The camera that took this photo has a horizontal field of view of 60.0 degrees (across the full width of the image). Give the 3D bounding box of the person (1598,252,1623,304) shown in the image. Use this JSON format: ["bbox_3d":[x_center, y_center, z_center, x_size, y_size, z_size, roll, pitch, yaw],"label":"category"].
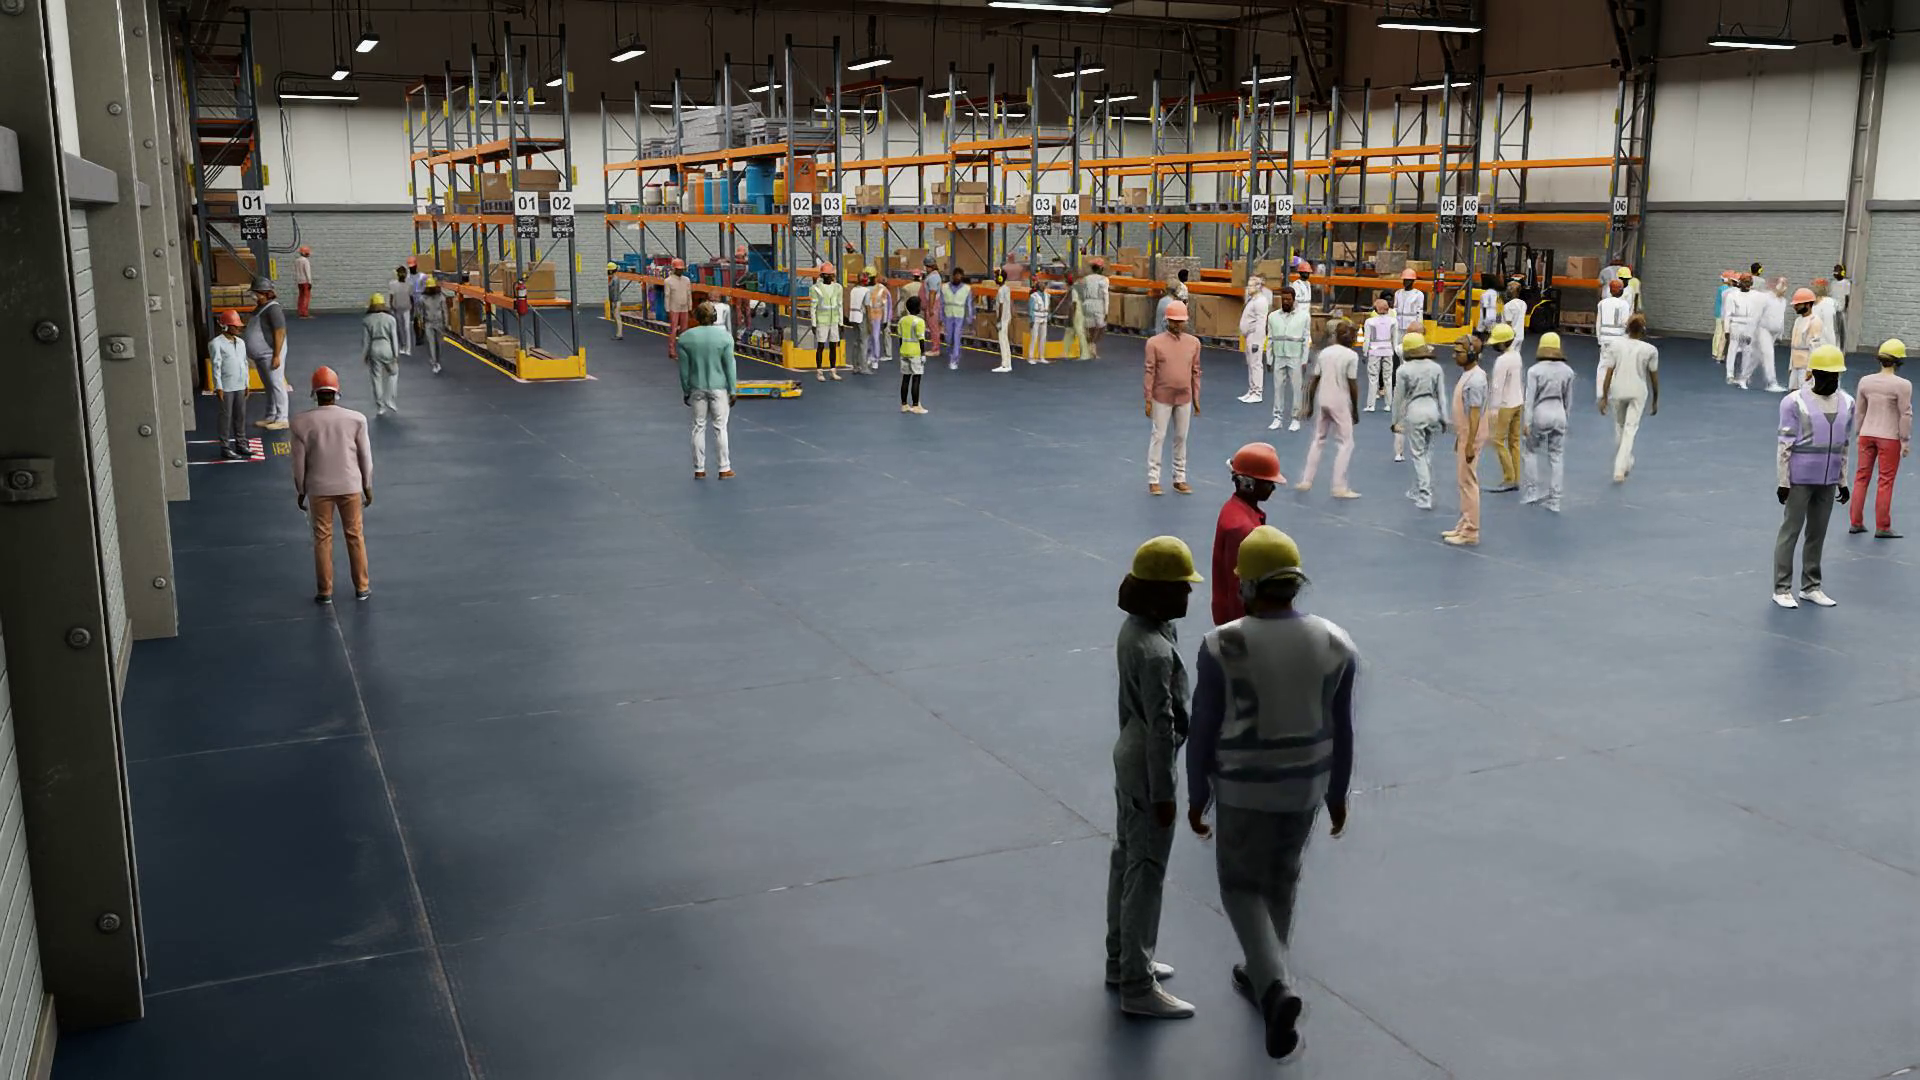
[{"bbox_3d":[14.439,-5.347,36.707,0.685,2.000,0.535,5,12,23],"label":"person"}]

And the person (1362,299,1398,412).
[{"bbox_3d":[6.084,-2.663,24.091,0.511,1.640,0.308,-1,11,-6],"label":"person"}]

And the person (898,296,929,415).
[{"bbox_3d":[-0.673,-2.648,23.867,0.317,1.695,0.540,-9,15,-40],"label":"person"}]

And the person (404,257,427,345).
[{"bbox_3d":[-11.844,-5.169,36.114,0.565,1.910,0.746,-1,11,-7],"label":"person"}]

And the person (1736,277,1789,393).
[{"bbox_3d":[13.070,-3.340,27.024,0.705,1.852,0.947,-7,13,-32],"label":"person"}]

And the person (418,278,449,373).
[{"bbox_3d":[-9.585,-3.915,30.272,0.488,1.711,0.855,-5,12,-24],"label":"person"}]

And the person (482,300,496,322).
[{"bbox_3d":[-12.511,-6.675,43.987,0.561,1.836,0.389,4,12,17],"label":"person"}]

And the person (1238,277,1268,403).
[{"bbox_3d":[4.460,-3.044,25.357,0.403,1.904,0.664,0,11,1],"label":"person"}]

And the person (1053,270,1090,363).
[{"bbox_3d":[2.135,-4.280,31.913,0.833,1.790,0.628,0,11,0],"label":"person"}]

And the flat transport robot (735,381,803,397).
[{"bbox_3d":[-3.204,-2.387,26.173,1.431,0.197,0.652,0,11,-2],"label":"flat transport robot"}]

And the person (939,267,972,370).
[{"bbox_3d":[-0.092,-4.088,30.678,0.623,1.889,0.463,2,11,10],"label":"person"}]

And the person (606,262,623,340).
[{"bbox_3d":[-7.867,-5.424,37.822,0.336,1.757,0.517,-4,12,-20],"label":"person"}]

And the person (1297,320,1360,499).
[{"bbox_3d":[3.764,-1.327,16.937,0.379,1.821,0.691,-7,13,-30],"label":"person"}]

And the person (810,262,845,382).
[{"bbox_3d":[-2.259,-3.731,28.487,0.615,2.043,0.373,-6,13,-29],"label":"person"}]

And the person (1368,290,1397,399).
[{"bbox_3d":[6.571,-3.032,25.816,0.539,1.695,0.318,-7,13,-33],"label":"person"}]

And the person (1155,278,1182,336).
[{"bbox_3d":[3.050,-2.863,24.387,0.377,1.929,0.628,-2,11,-8],"label":"person"}]

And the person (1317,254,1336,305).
[{"bbox_3d":[9.844,-6.801,44.660,0.626,1.816,0.430,-6,13,-28],"label":"person"}]

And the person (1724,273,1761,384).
[{"bbox_3d":[13.191,-3.560,28.060,0.579,1.878,0.349,1,11,5],"label":"person"}]

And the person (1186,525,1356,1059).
[{"bbox_3d":[1.102,0.866,5.761,0.604,1.806,0.776,-3,11,-14],"label":"person"}]

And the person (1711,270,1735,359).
[{"bbox_3d":[15.129,-4.456,32.921,0.339,1.746,0.563,3,12,16],"label":"person"}]

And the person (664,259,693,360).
[{"bbox_3d":[-5.531,-4.538,32.756,0.621,1.986,0.407,-11,15,-44],"label":"person"}]

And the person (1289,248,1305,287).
[{"bbox_3d":[9.862,-7.643,48.886,0.634,1.839,0.429,8,14,35],"label":"person"}]

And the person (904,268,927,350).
[{"bbox_3d":[-0.904,-4.805,34.746,0.569,1.722,0.770,2,11,12],"label":"person"}]

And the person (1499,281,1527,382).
[{"bbox_3d":[8.426,-3.030,25.428,0.514,1.845,0.339,-10,15,-41],"label":"person"}]

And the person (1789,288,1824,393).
[{"bbox_3d":[10.709,-2.233,21.188,0.386,1.924,0.548,0,11,-1],"label":"person"}]

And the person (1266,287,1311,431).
[{"bbox_3d":[4.365,-2.412,22.142,0.584,1.911,0.391,6,12,26],"label":"person"}]

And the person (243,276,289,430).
[{"bbox_3d":[-9.278,-2.497,22.219,0.536,2.000,0.681,-9,14,-38],"label":"person"}]

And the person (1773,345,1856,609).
[{"bbox_3d":[6.248,-0.460,12.160,0.588,1.927,0.370,-2,11,-12],"label":"person"}]

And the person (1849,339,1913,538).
[{"bbox_3d":[8.220,-0.900,14.811,0.318,1.767,0.529,-5,12,-25],"label":"person"}]

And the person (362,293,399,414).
[{"bbox_3d":[-8.341,-2.688,23.981,0.509,1.721,0.541,-1,11,-7],"label":"person"}]

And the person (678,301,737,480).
[{"bbox_3d":[-2.712,-1.606,17.954,0.630,1.940,0.373,1,11,6],"label":"person"}]

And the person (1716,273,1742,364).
[{"bbox_3d":[14.804,-4.238,31.834,0.352,1.743,0.560,-5,12,-23],"label":"person"}]

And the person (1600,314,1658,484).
[{"bbox_3d":[7.222,-1.523,17.889,0.534,1.791,0.987,8,14,34],"label":"person"}]

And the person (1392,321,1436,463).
[{"bbox_3d":[5.235,-1.700,19.197,0.522,1.637,0.306,8,14,35],"label":"person"}]

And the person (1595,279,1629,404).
[{"bbox_3d":[9.888,-2.999,25.174,0.354,1.884,0.576,-6,12,-27],"label":"person"}]

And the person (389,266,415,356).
[{"bbox_3d":[-11.341,-4.668,33.830,0.500,1.821,0.962,-4,12,-19],"label":"person"}]
